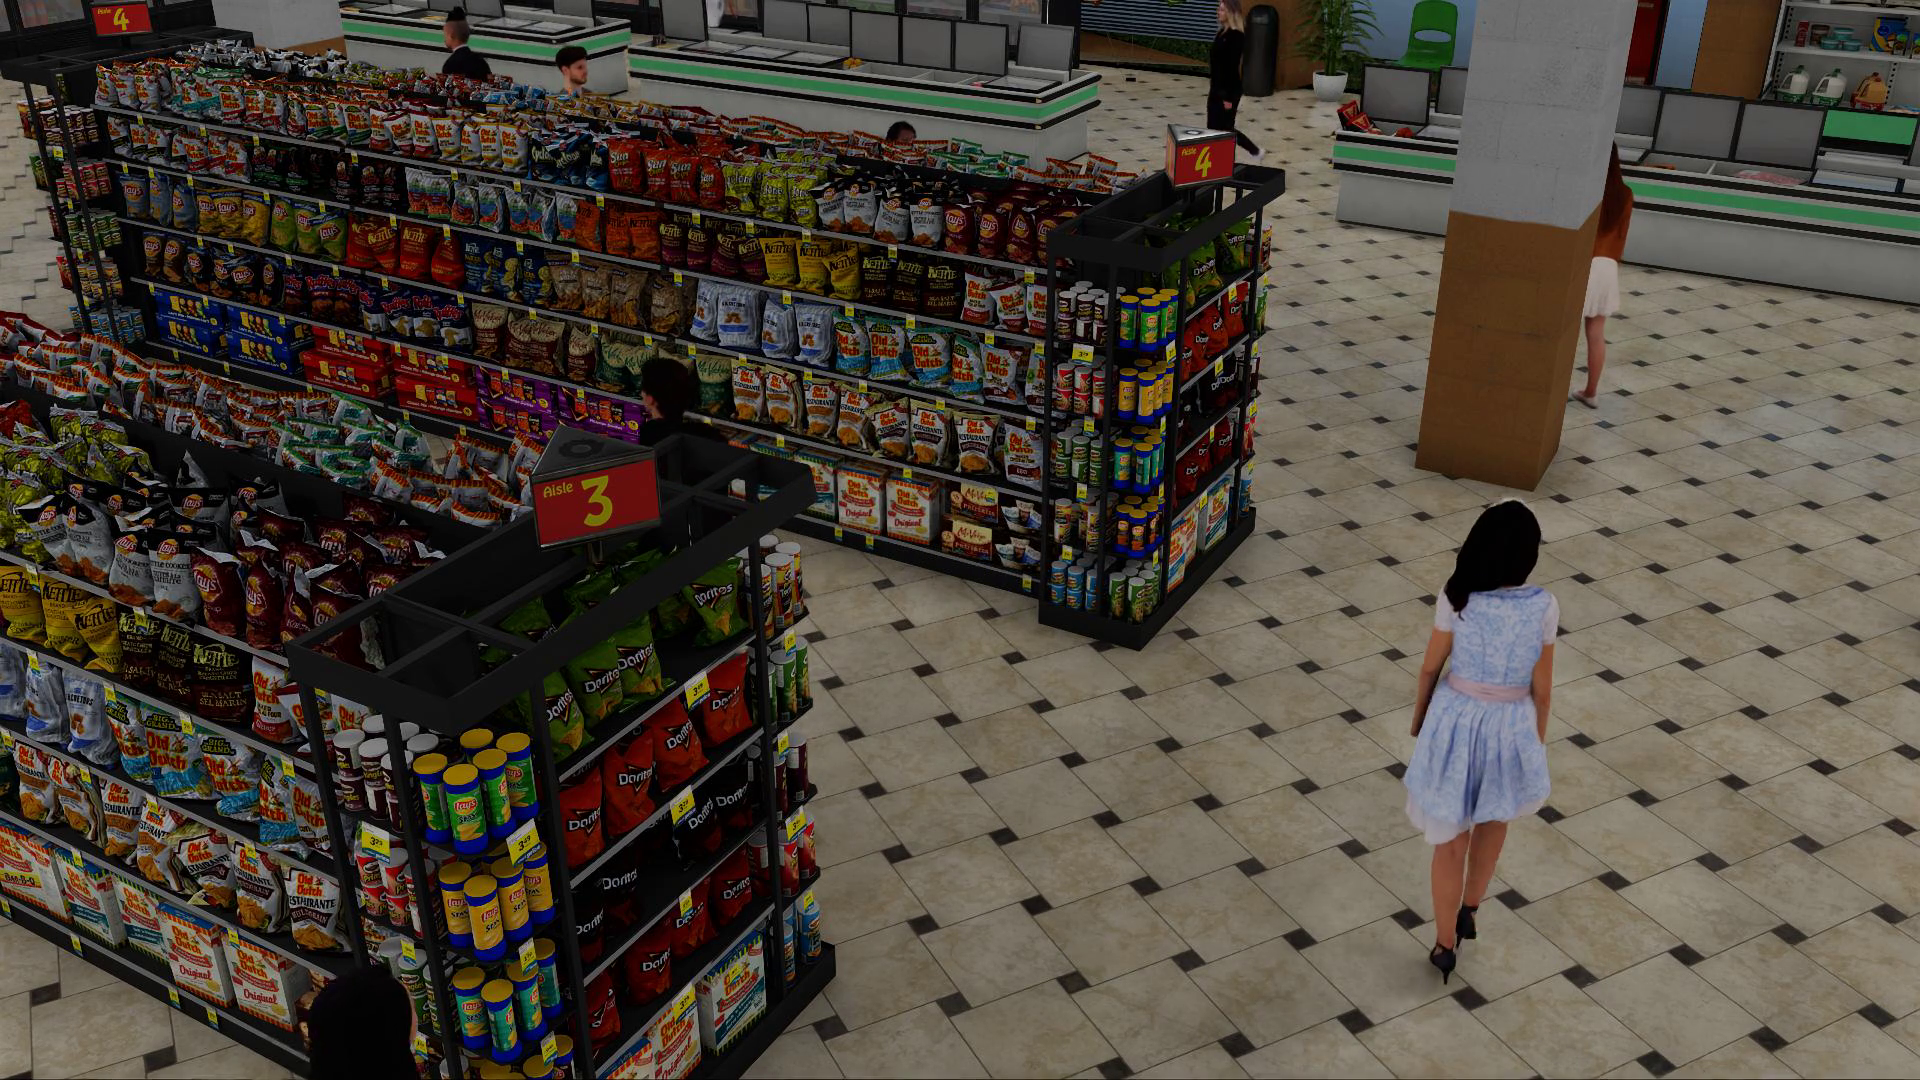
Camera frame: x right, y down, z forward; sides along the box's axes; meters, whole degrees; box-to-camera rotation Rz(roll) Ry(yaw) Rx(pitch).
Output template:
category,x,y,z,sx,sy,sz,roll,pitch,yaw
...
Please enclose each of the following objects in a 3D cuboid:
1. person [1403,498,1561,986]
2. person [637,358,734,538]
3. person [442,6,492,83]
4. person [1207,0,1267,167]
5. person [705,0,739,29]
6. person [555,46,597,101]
category,x,y,z,sx,sy,sz,roll,pitch,yaw
person,1.742,0.755,5.585,0.821,1.799,0.818,8,28,15
person,-1.090,0.169,6.717,1.044,1.822,0.774,19,32,32
person,-3.797,-3.240,13.318,0.728,1.930,0.782,8,28,15
person,2.535,-4.105,15.315,1.018,1.666,0.937,-5,27,-9
person,-2.938,-6.116,19.244,1.064,1.700,0.619,18,32,31
person,-2.851,-2.651,12.210,1.130,1.882,0.793,11,29,21
